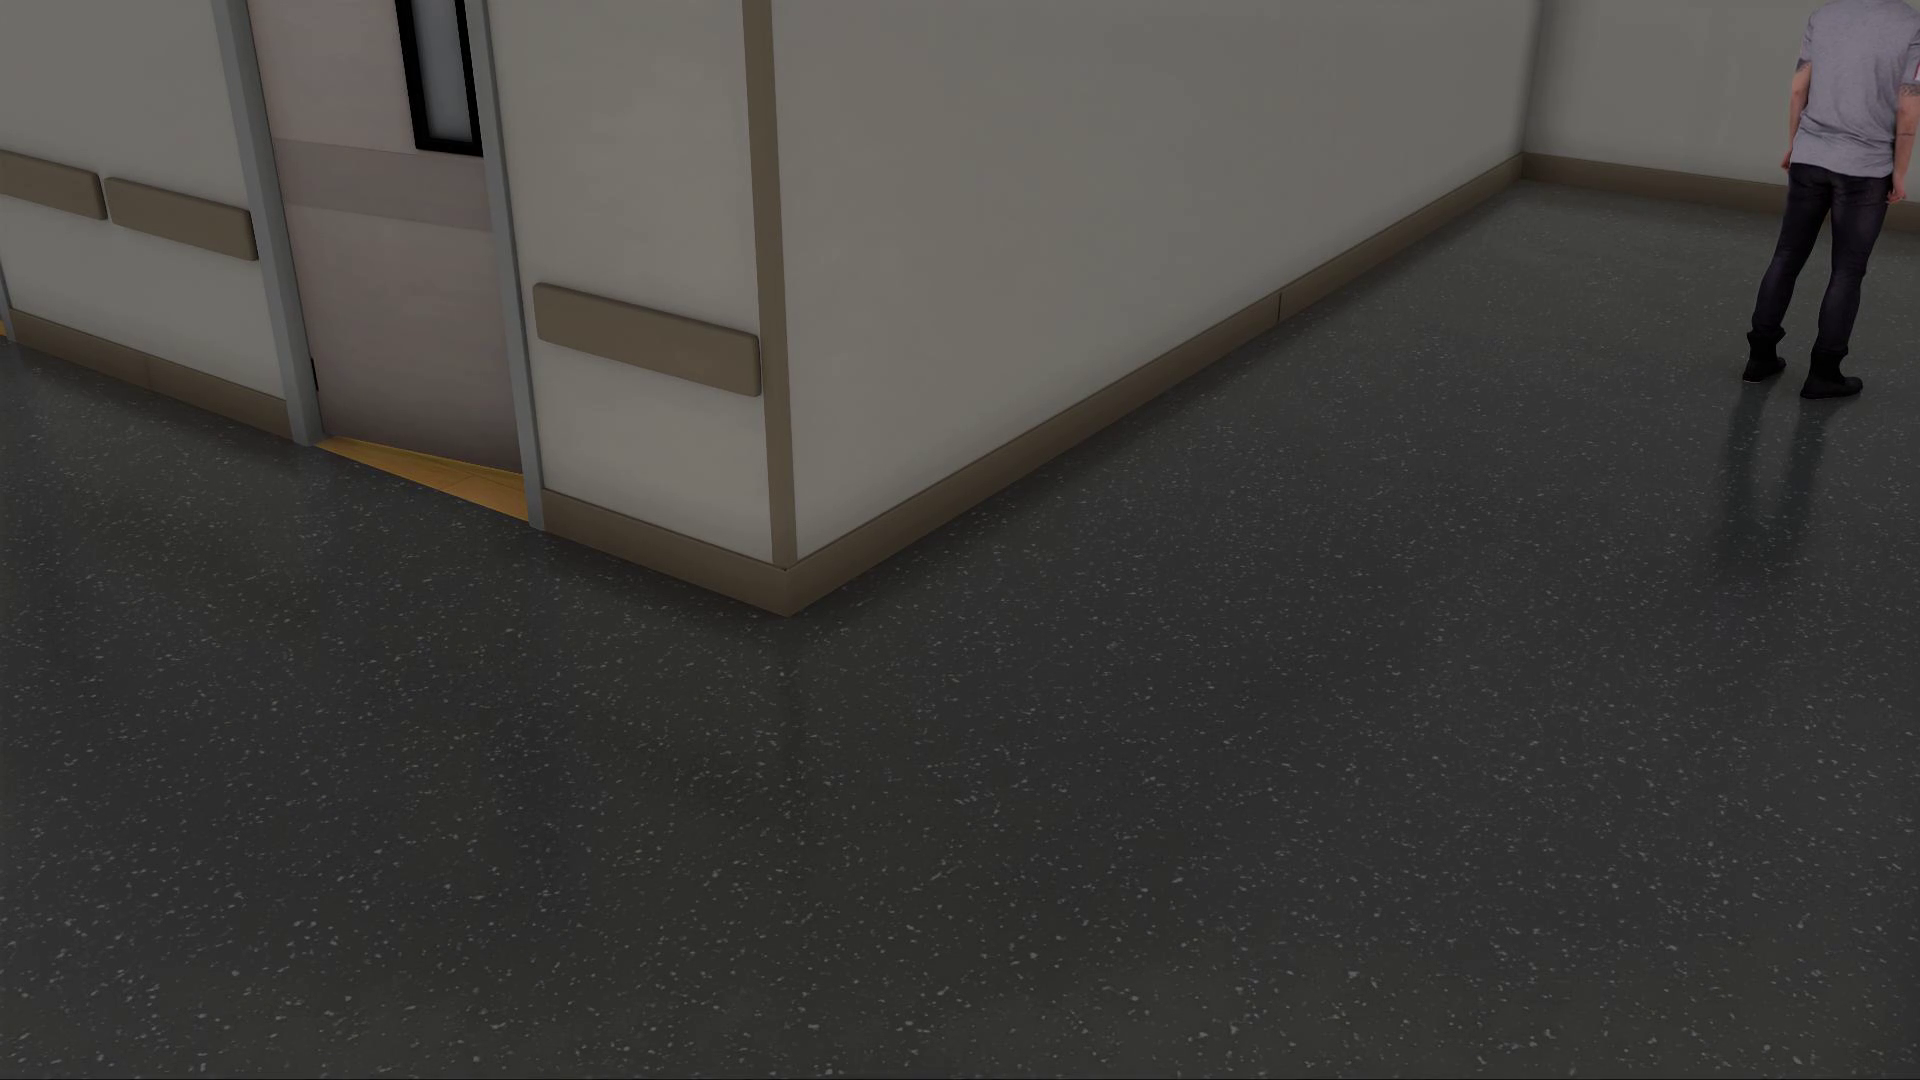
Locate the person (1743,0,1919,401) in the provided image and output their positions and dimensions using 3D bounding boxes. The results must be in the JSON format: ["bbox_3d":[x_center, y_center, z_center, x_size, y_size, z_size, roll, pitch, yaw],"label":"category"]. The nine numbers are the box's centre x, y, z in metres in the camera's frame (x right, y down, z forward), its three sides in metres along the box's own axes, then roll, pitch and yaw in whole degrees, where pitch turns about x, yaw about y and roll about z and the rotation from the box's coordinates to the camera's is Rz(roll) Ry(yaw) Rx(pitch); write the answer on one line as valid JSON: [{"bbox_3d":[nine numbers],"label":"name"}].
[{"bbox_3d":[3.518,-1.492,6.654,0.704,1.830,0.740,-16,30,-30],"label":"person"}]
